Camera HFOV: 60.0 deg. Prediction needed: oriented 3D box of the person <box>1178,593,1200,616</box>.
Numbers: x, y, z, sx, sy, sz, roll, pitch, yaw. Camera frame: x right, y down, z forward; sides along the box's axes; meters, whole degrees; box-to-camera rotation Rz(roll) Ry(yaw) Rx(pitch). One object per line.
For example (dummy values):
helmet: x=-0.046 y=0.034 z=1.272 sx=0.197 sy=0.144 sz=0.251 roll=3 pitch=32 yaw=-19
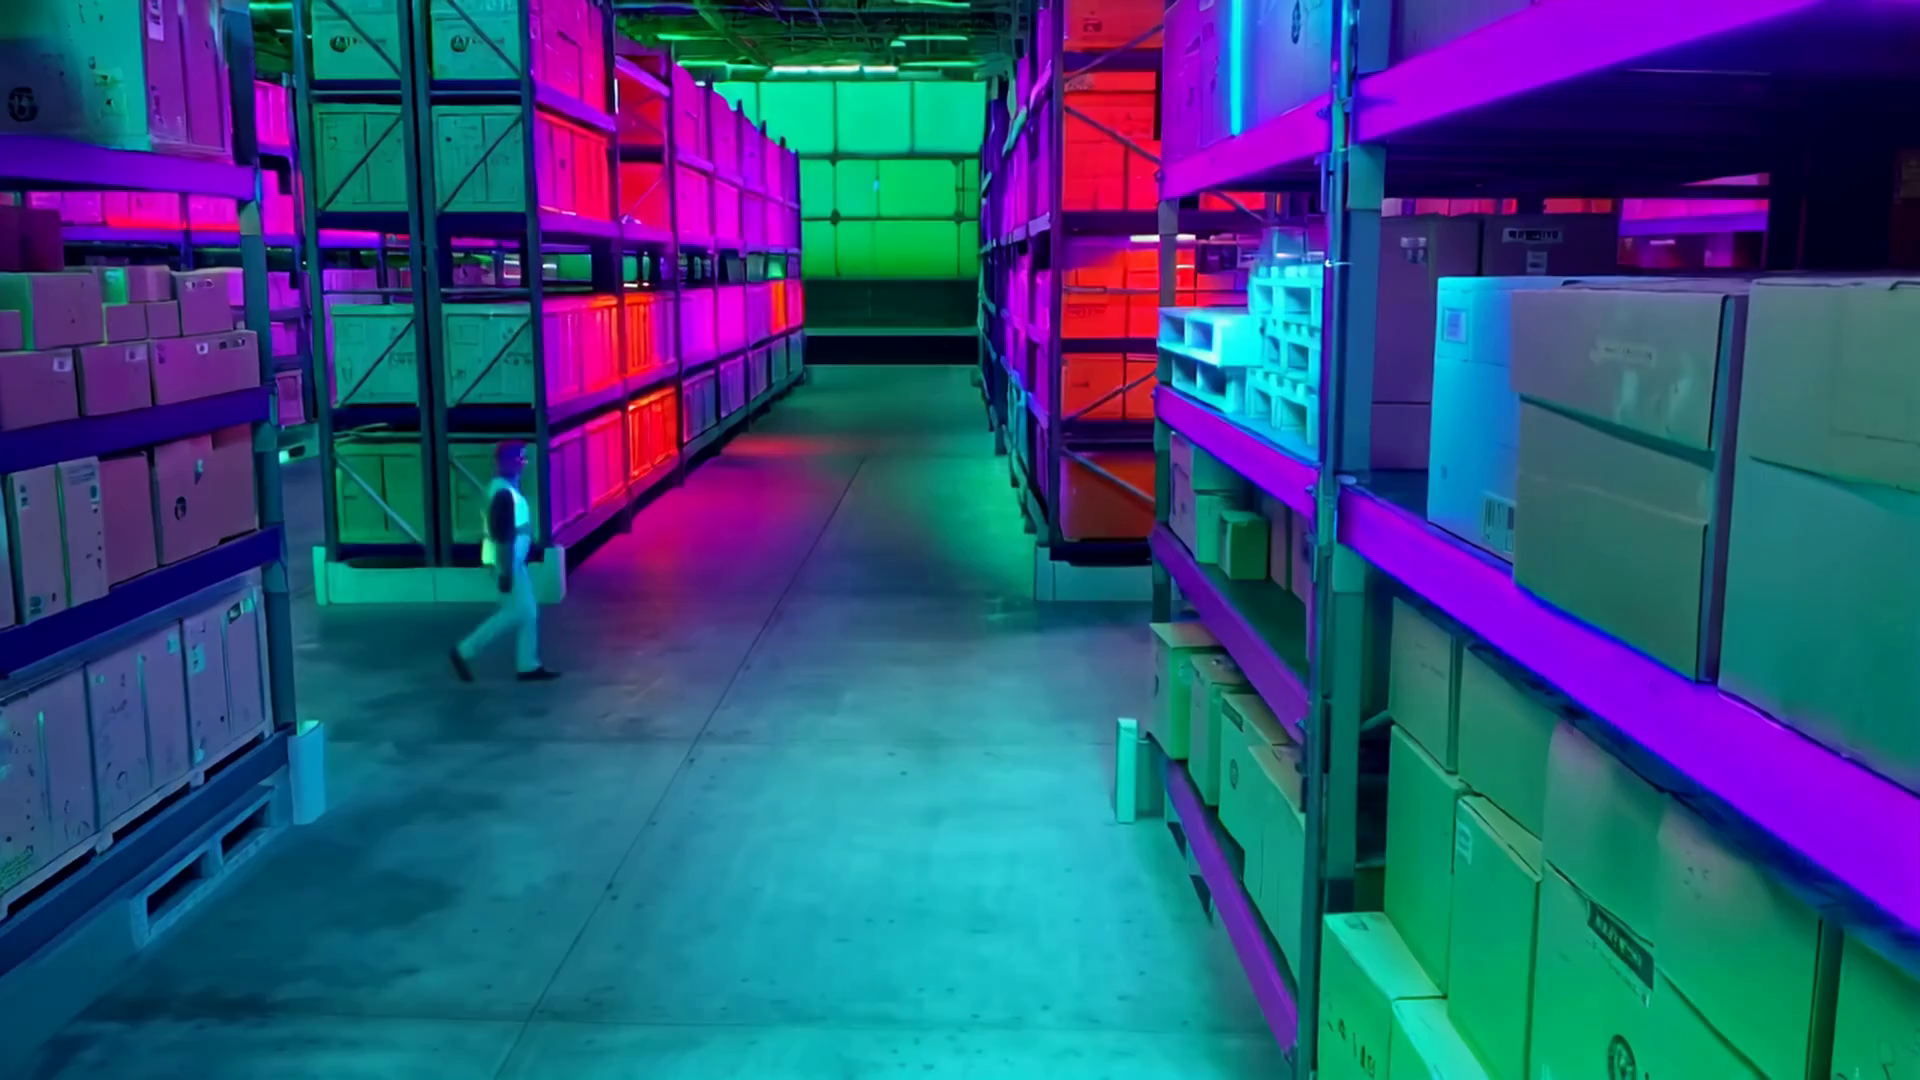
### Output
person: x=2.365 y=-0.299 z=14.383 sx=1.006 sy=1.996 sz=0.638 roll=1 pitch=9 yaw=4

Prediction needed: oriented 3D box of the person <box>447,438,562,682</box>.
person: x=-3.338 y=0.161 z=12.117 sx=0.718 sy=1.826 sz=0.569 roll=-2 pitch=9 yaw=-11
